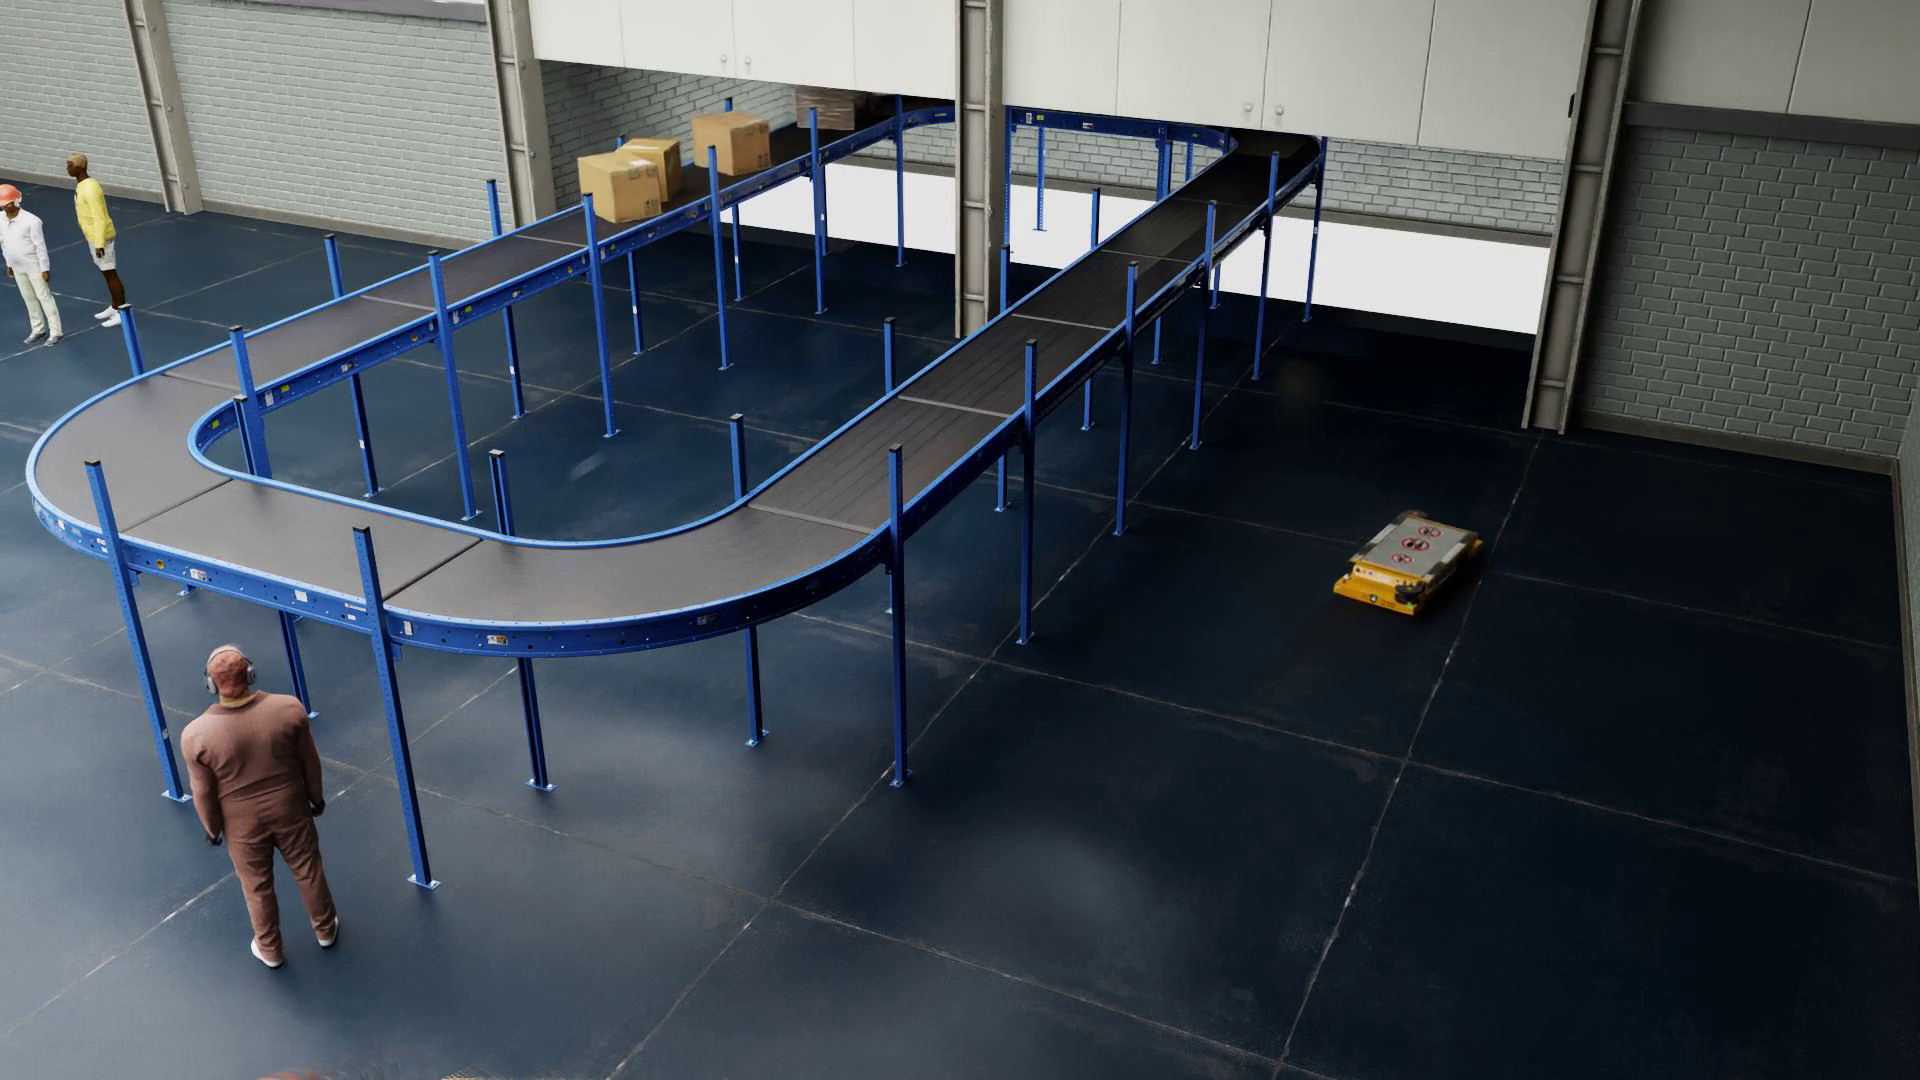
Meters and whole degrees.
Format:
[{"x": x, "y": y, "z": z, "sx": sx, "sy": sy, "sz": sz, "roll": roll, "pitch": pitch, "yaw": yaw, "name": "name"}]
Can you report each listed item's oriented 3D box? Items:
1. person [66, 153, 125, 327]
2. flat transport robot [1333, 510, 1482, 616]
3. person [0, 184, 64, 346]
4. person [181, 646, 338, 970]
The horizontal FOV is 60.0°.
[{"x": -9.502, "y": -3.315, "z": 18.322, "sx": 0.376, "sy": 1.901, "sz": 0.541, "roll": -17, "pitch": 31, "yaw": -30, "name": "person"}, {"x": 3.561, "y": 0.165, "z": 13.143, "sx": 0.659, "sy": 0.231, "sz": 1.431, "roll": 18, "pitch": 32, "yaw": 32, "name": "flat transport robot"}, {"x": -9.959, "y": -2.933, "z": 17.727, "sx": 0.561, "sy": 1.743, "sz": 0.347, "roll": 8, "pitch": 28, "yaw": 17, "name": "person"}, {"x": -3.689, "y": 1.411, "z": 8.799, "sx": 0.639, "sy": 1.903, "sz": 0.410, "roll": -16, "pitch": 31, "yaw": -29, "name": "person"}]
